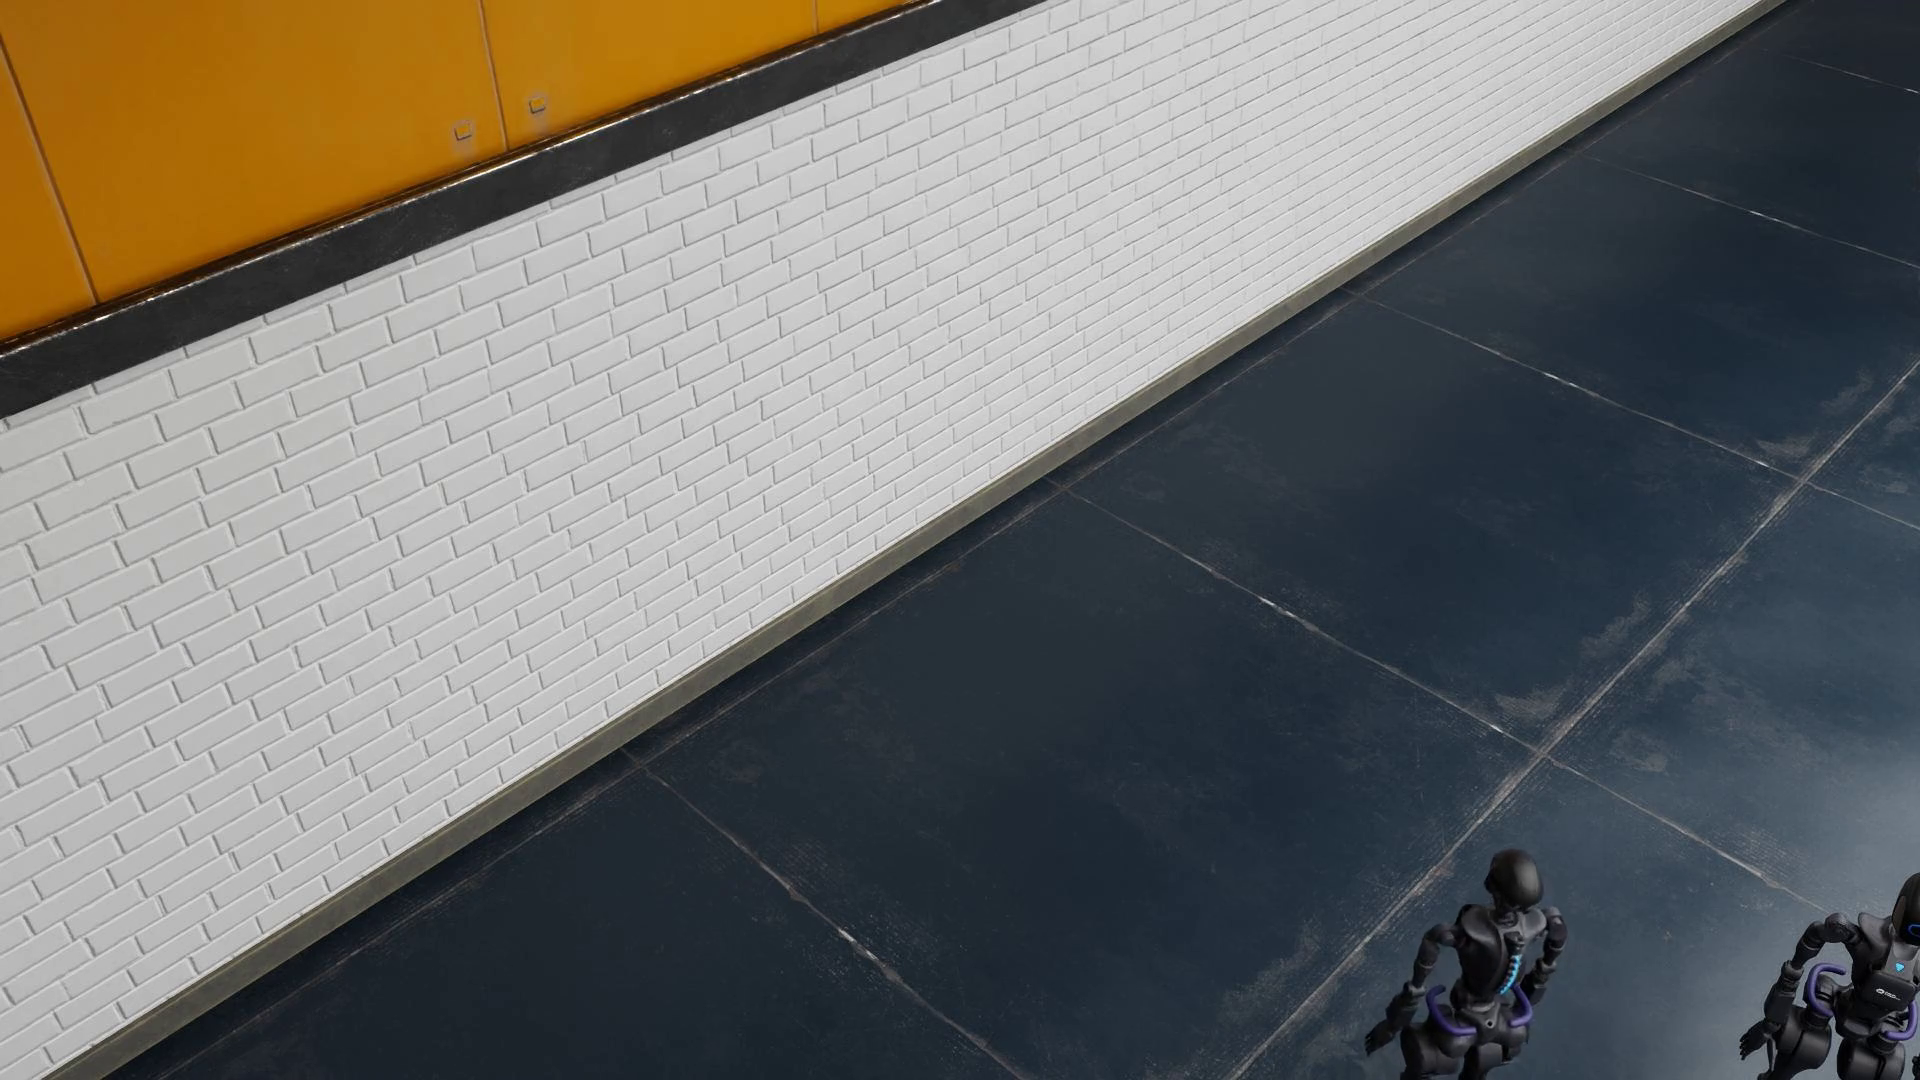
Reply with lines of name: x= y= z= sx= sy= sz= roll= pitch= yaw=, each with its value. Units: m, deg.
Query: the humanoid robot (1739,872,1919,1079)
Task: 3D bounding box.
humanoid robot: x=3.020 y=1.701 z=5.654 sx=0.599 sy=1.657 sz=0.315 roll=17 pitch=42 yaw=20

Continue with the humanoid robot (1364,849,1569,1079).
humanoid robot: x=1.739 y=1.704 z=5.675 sx=0.602 sy=1.642 sz=0.582 roll=-8 pitch=39 yaw=-10
